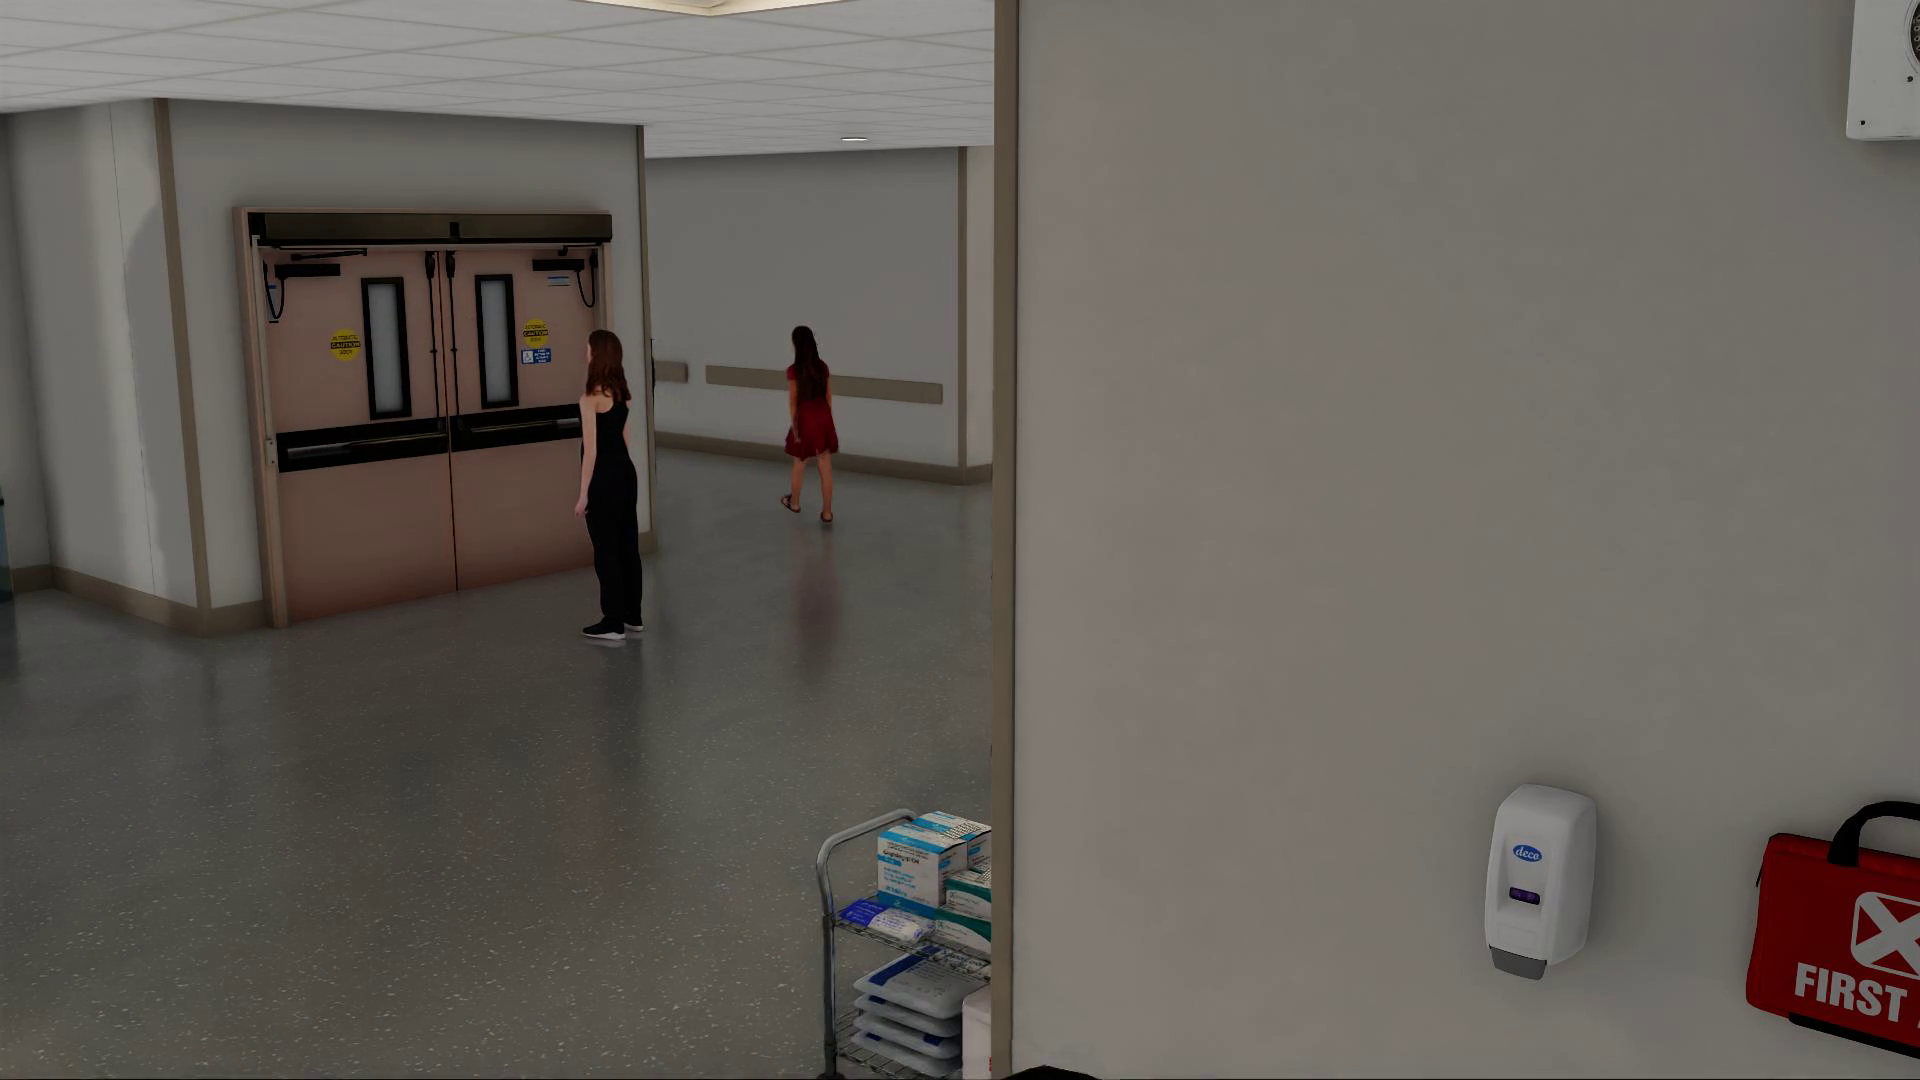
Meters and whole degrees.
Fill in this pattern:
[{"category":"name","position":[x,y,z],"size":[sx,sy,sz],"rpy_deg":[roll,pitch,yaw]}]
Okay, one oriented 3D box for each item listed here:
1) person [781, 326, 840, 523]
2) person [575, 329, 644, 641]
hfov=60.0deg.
[{"category":"person","position":[-1.139,-0.877,12.976],"size":[1.041,1.513,0.935],"rpy_deg":[-4,11,-20]},{"category":"person","position":[-1.972,-0.319,9.407],"size":[0.699,1.748,0.553],"rpy_deg":[5,12,23]}]
